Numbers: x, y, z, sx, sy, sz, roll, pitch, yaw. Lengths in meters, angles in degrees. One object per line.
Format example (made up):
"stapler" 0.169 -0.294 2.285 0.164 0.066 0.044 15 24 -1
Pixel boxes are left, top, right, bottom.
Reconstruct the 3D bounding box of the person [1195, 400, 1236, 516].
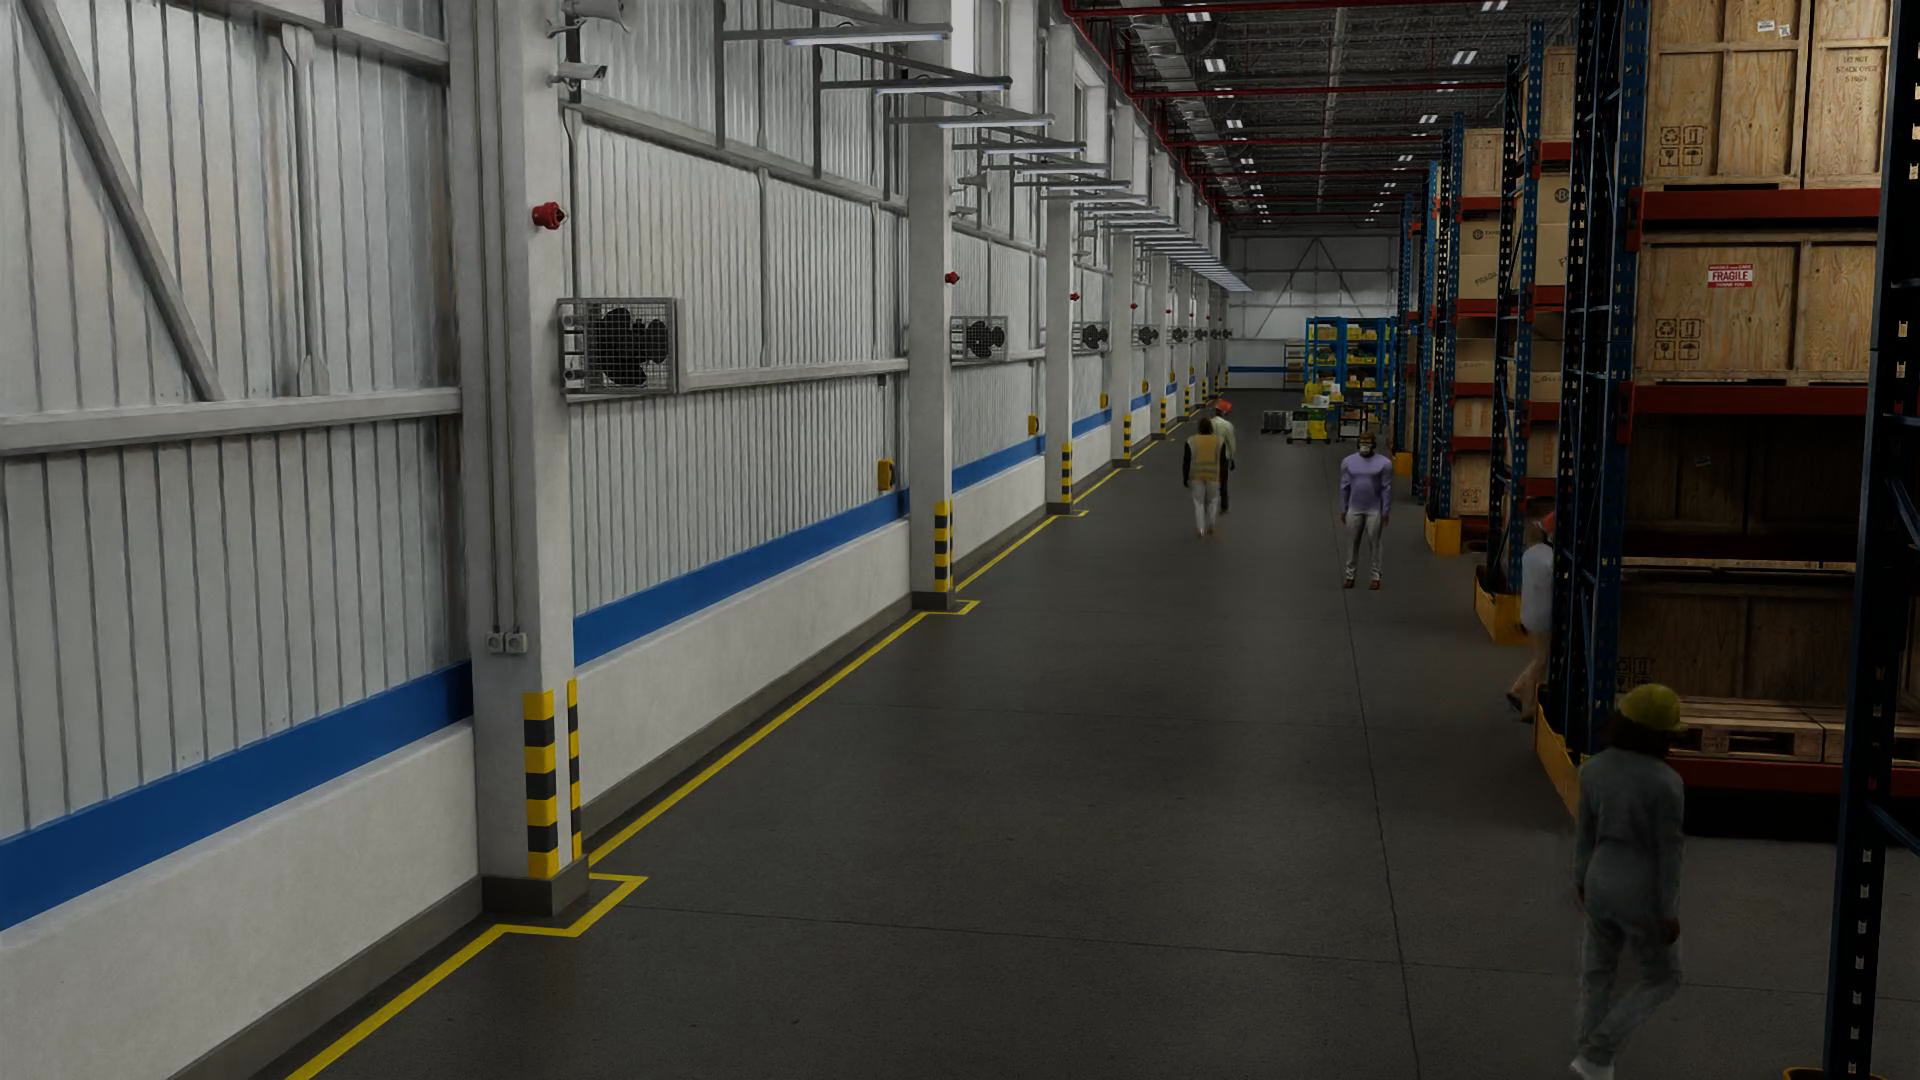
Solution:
"person" 4.332 -1.376 28.136 0.663 1.947 0.390 4 8 28

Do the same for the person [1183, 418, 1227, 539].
"person" 3.703 -0.948 25.240 0.651 1.798 0.922 0 7 4

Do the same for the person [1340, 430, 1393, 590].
"person" 4.888 -0.358 20.055 0.625 1.931 0.370 3 8 26

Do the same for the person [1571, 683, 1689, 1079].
"person" 2.649 1.416 6.635 0.383 1.724 0.552 -4 8 -29

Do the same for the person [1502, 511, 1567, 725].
"person" 4.587 0.620 13.023 0.389 1.721 0.570 0 7 -2
